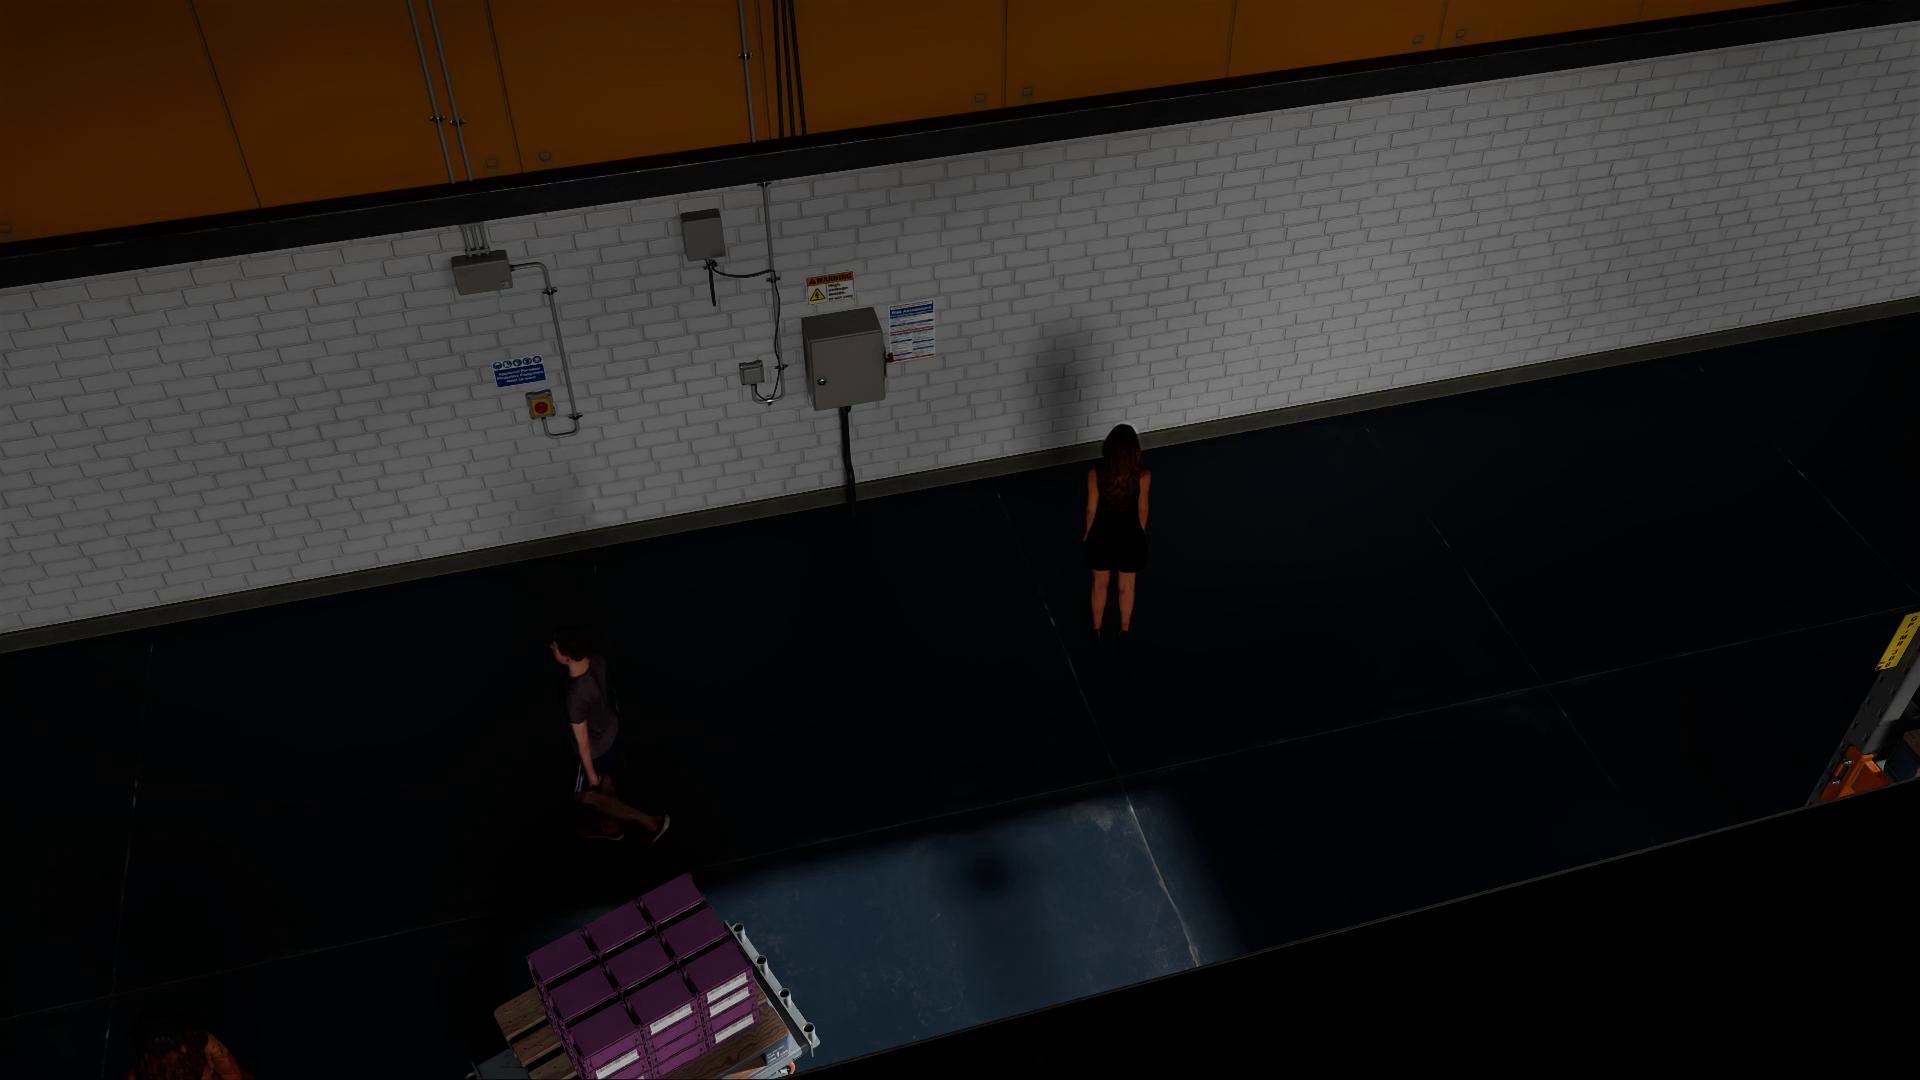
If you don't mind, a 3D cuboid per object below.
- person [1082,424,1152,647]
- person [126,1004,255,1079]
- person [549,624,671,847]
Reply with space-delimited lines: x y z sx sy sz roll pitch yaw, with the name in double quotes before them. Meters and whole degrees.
"person" 1.001 -0.007 10.764 0.659 1.834 0.649 5 44 5
"person" -3.604 2.784 7.927 0.969 1.707 1.082 -34 53 -30
"person" -2.028 1.159 9.537 0.895 1.840 0.916 5 44 5
